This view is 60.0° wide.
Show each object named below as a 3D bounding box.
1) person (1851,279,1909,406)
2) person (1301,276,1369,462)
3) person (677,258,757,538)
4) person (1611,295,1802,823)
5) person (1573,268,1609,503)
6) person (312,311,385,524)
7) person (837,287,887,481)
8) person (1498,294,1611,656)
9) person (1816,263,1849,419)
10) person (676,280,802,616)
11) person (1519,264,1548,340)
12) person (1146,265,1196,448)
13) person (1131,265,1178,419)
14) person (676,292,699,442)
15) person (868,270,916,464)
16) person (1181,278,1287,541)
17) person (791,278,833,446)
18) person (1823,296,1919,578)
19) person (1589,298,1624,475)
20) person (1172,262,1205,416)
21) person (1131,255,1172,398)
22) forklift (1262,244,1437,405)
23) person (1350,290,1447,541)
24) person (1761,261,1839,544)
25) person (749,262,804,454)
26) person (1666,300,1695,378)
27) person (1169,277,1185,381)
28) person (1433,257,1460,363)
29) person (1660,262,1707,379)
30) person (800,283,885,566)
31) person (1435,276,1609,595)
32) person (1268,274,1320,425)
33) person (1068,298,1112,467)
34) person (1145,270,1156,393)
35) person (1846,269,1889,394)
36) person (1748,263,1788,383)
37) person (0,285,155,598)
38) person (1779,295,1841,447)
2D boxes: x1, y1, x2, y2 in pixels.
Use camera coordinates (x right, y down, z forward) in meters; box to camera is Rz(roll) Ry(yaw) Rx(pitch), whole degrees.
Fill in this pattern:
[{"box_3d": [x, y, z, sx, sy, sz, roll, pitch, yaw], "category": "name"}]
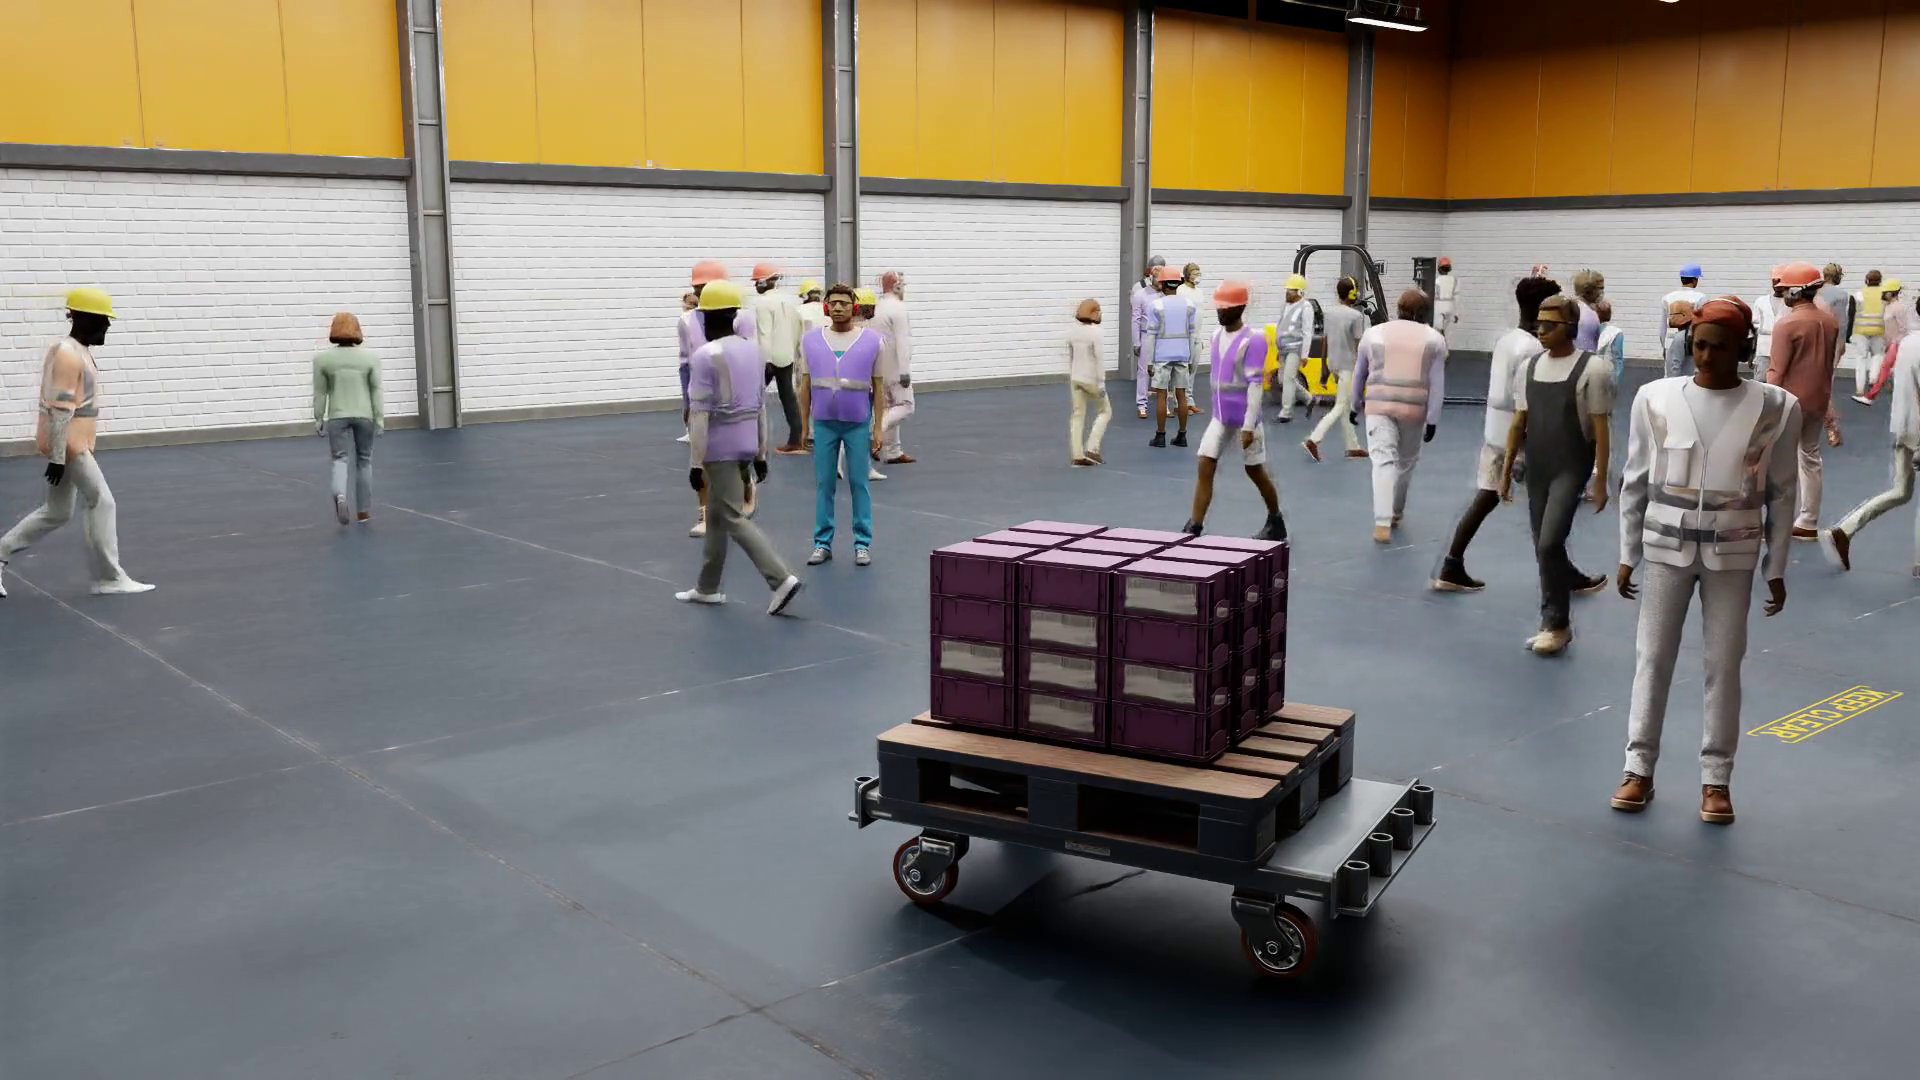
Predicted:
[{"box_3d": [12.452, -2.621, 22.276, 0.929, 1.704, 0.533, 2, 10, 14], "category": "person"}, {"box_3d": [3.757, -1.685, 16.444, 0.910, 1.831, 0.525, -5, 11, -29], "category": "person"}, {"box_3d": [-1.759, -1.058, 12.222, 0.617, 2.015, 0.893, 2, 10, 14], "category": "person"}, {"box_3d": [2.662, 0.071, 5.977, 0.572, 1.886, 0.358, 5, 11, 28], "category": "person"}, {"box_3d": [5.051, -1.246, 13.574, 0.531, 1.917, 0.640, -1, 10, -8], "category": "person"}, {"box_3d": [-4.581, -0.903, 12.481, 0.503, 1.615, 0.640, -3, 10, -16], "category": "person"}, {"box_3d": [-0.926, -1.372, 14.792, 0.574, 1.748, 0.533, -6, 11, -31], "category": "person"}, {"box_3d": [2.973, -0.318, 8.410, 0.539, 1.827, 0.551, -6, 12, -32], "category": "person"}, {"box_3d": [10.819, -2.486, 20.791, 0.357, 1.938, 0.635, -3, 10, -17], "category": "person"}, {"box_3d": [-1.271, -0.521, 9.426, 0.886, 1.900, 0.594, 5, 11, 28], "category": "person"}, {"box_3d": [8.582, -3.155, 24.827, 0.402, 1.901, 0.638, -1, 10, -5], "category": "person"}, {"box_3d": [2.222, -1.941, 17.654, 0.540, 1.929, 0.391, -2, 10, -13], "category": "person"}, {"box_3d": [2.457, -2.469, 20.790, 0.643, 1.908, 0.411, -3, 10, -17], "category": "person"}, {"box_3d": [-2.870, -1.858, 18.012, 0.349, 1.629, 0.556, -7, 12, -37], "category": "person"}, {"box_3d": [-0.696, -1.655, 16.055, 0.565, 1.890, 0.667, -5, 11, -26], "category": "person"}, {"box_3d": [1.919, -0.868, 11.521, 0.997, 1.883, 0.553, -6, 11, -32], "category": "person"}, {"box_3d": [-1.512, -1.853, 17.526, 0.649, 1.794, 0.677, -9, 13, -41], "category": "person"}, {"box_3d": [5.927, -0.662, 10.424, 0.771, 1.847, 0.534, 1, 10, 6], "category": "person"}, {"box_3d": [5.898, -1.428, 15.473, 0.305, 1.639, 0.522, -8, 12, -39], "category": "person"}, {"box_3d": [2.919, -2.556, 21.197, 0.358, 1.938, 0.636, 7, 12, 36], "category": "person"}, {"box_3d": [2.815, -3.053, 23.814, 0.692, 2.000, 0.543, 7, 12, 34], "category": "person"}, {"box_3d": [5.256, -2.933, 22.661, 2.313, 2.155, 1.214, 3, 10, 16], "category": "forklift"}, {"box_3d": [3.157, -0.908, 12.030, 0.640, 1.775, 0.995, 2, 10, 11], "category": "person"}, {"box_3d": [5.885, -0.958, 11.721, 0.624, 1.989, 0.401, -5, 11, -26], "category": "person"}, {"box_3d": [-1.991, -1.842, 16.968, 0.859, 1.954, 0.632, 4, 10, 21], "category": "person"}, {"box_3d": [6.531, -1.358, 15.110, 0.280, 1.625, 0.492, 6, 12, 33], "category": "person"}, {"box_3d": [3.541, -3.395, 26.842, 0.534, 1.691, 0.318, 4, 10, 21], "category": "person"}, {"box_3d": [9.145, -4.346, 31.484, 0.617, 2.008, 0.982, -1, 10, -6], "category": "person"}, {"box_3d": [8.526, -2.284, 19.580, 0.388, 1.949, 0.602, -6, 11, -30], "category": "person"}, {"box_3d": [-0.769, -0.755, 10.921, 0.565, 1.850, 0.390, 1, 10, 6], "category": "person"}, {"box_3d": [3.351, -0.605, 9.888, 1.009, 1.914, 0.627, -1, 10, -3], "category": "person"}, {"box_3d": [4.039, -2.285, 19.967, 0.687, 1.813, 0.603, -3, 10, -19], "category": "person"}, {"box_3d": [1.258, -1.504, 15.946, 0.425, 1.618, 0.522, -8, 12, -38], "category": "person"}, {"box_3d": [2.832, -3.113, 24.687, 0.517, 1.865, 0.328, 9, 13, 43], "category": "person"}, {"box_3d": [13.295, -3.035, 24.314, 0.647, 1.827, 0.452, 4, 11, 24], "category": "person"}, {"box_3d": [8.963, -2.061, 18.294, 0.545, 1.942, 0.350, 8, 12, 39], "category": "person"}, {"box_3d": [-5.349, -0.563, 9.786, 0.891, 1.871, 0.601, -5, 11, -28], "category": "person"}, {"box_3d": [9.060, -1.922, 17.734, 0.693, 1.866, 0.667, -3, 10, -17], "category": "person"}]
